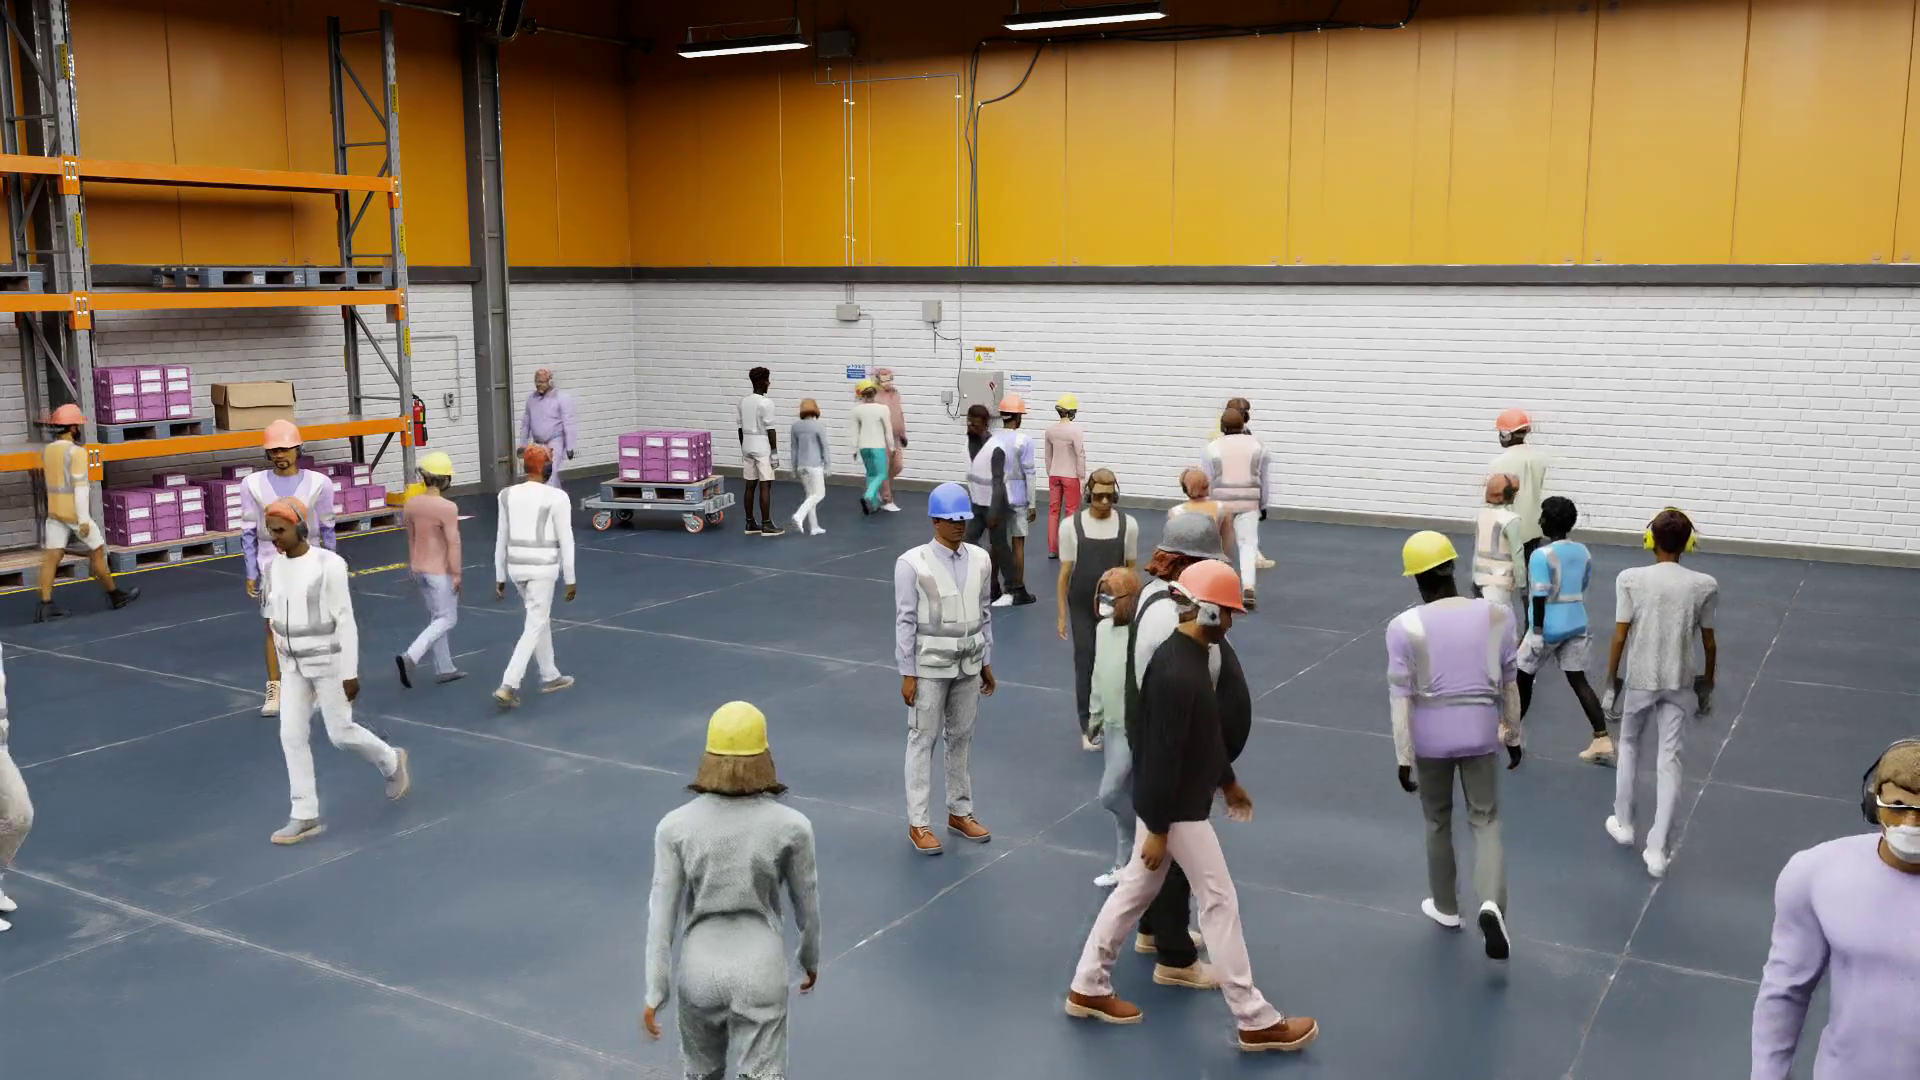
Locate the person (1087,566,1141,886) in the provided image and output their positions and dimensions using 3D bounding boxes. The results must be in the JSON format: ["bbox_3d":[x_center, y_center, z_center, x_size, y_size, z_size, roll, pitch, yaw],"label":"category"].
[{"bbox_3d":[0.780,0.927,8.127,0.349,1.617,0.523,-4,10,-21],"label":"person"}]

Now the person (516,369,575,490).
[{"bbox_3d":[-5.101,-1.146,20.297,0.682,1.865,0.872,5,11,30],"label":"person"}]

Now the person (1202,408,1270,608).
[{"bbox_3d":[2.521,-0.298,15.217,0.629,1.812,0.861,1,9,5],"label":"person"}]

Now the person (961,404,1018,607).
[{"bbox_3d":[0.214,-0.288,14.956,0.898,1.868,0.614,-7,11,-37],"label":"person"}]

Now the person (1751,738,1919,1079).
[{"bbox_3d":[2.245,1.434,4.043,0.663,1.914,0.783,8,12,42],"label":"person"}]

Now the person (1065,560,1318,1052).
[{"bbox_3d":[0.880,1.031,6.548,0.989,1.930,0.602,1,9,3],"label":"person"}]

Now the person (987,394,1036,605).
[{"bbox_3d":[0.464,-0.372,15.270,0.552,1.932,0.377,5,11,30],"label":"person"}]

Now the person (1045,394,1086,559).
[{"bbox_3d":[1.123,-0.657,17.580,0.523,1.769,0.309,8,12,42],"label":"person"}]

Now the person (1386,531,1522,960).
[{"bbox_3d":[2.233,0.913,7.429,0.666,1.877,0.776,0,9,2],"label":"person"}]

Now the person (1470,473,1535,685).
[{"bbox_3d":[3.829,0.312,12.035,0.815,1.603,0.518,-1,9,-8],"label":"person"}]

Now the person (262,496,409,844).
[{"bbox_3d":[-3.437,0.662,9.059,0.631,1.858,0.827,4,10,25],"label":"person"}]

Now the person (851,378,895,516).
[{"bbox_3d":[-1.112,-1.163,20.857,0.537,1.725,0.732,4,10,25],"label":"person"}]

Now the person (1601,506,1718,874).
[{"bbox_3d":[3.606,0.739,8.613,0.570,1.837,0.819,2,9,13],"label":"person"}]

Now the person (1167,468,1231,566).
[{"bbox_3d":[1.800,0.258,12.399,0.522,1.598,0.871,-1,9,-6],"label":"person"}]

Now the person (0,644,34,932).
[{"bbox_3d":[-4.479,1.014,7.585,0.390,1.622,0.529,1,9,6],"label":"person"}]

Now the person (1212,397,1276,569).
[{"bbox_3d":[2.738,-0.550,16.862,0.997,1.794,0.626,-2,9,-10],"label":"person"}]

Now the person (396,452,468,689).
[{"bbox_3d":[-3.878,0.237,12.100,0.525,1.742,0.686,6,11,32],"label":"person"}]

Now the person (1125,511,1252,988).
[{"bbox_3d":[0.982,0.872,7.179,0.536,2.000,0.673,-1,9,-4],"label":"person"}]

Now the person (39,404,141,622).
[{"bbox_3d":[-7.804,-0.259,14.712,0.565,1.882,0.975,4,10,24],"label":"person"}]

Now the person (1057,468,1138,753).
[{"bbox_3d":[0.869,0.446,10.495,0.521,1.827,0.400,0,9,-1],"label":"person"}]

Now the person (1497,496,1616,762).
[{"bbox_3d":[3.762,0.549,10.401,0.546,1.654,0.876,-5,11,-30],"label":"person"}]

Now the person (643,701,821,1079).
[{"bbox_3d":[-0.706,1.350,5.246,0.533,1.697,0.859,-1,9,-4],"label":"person"}]

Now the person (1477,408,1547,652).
[{"bbox_3d":[4.384,-0.082,13.396,0.626,1.957,0.905,-4,10,-24],"label":"person"}]

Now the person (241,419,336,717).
[{"bbox_3d":[-4.593,0.191,11.417,0.605,2.045,0.387,-3,9,-17],"label":"person"}]

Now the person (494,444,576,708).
[{"bbox_3d":[-3.039,0.248,11.729,0.591,1.849,0.901,4,10,23],"label":"person"}]

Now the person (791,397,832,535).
[{"bbox_3d":[-1.773,-0.834,19.147,0.537,1.606,0.598,6,11,35],"label":"person"}]

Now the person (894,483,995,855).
[{"bbox_3d":[-0.072,0.662,8.776,0.601,1.948,0.386,-7,11,-36],"label":"person"}]

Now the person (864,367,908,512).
[{"bbox_3d":[-0.994,-1.283,21.195,0.553,1.865,0.696,7,12,38],"label":"person"}]

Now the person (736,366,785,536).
[{"bbox_3d":[-2.324,-1.030,19.281,0.600,1.967,0.369,8,12,42],"label":"person"}]
